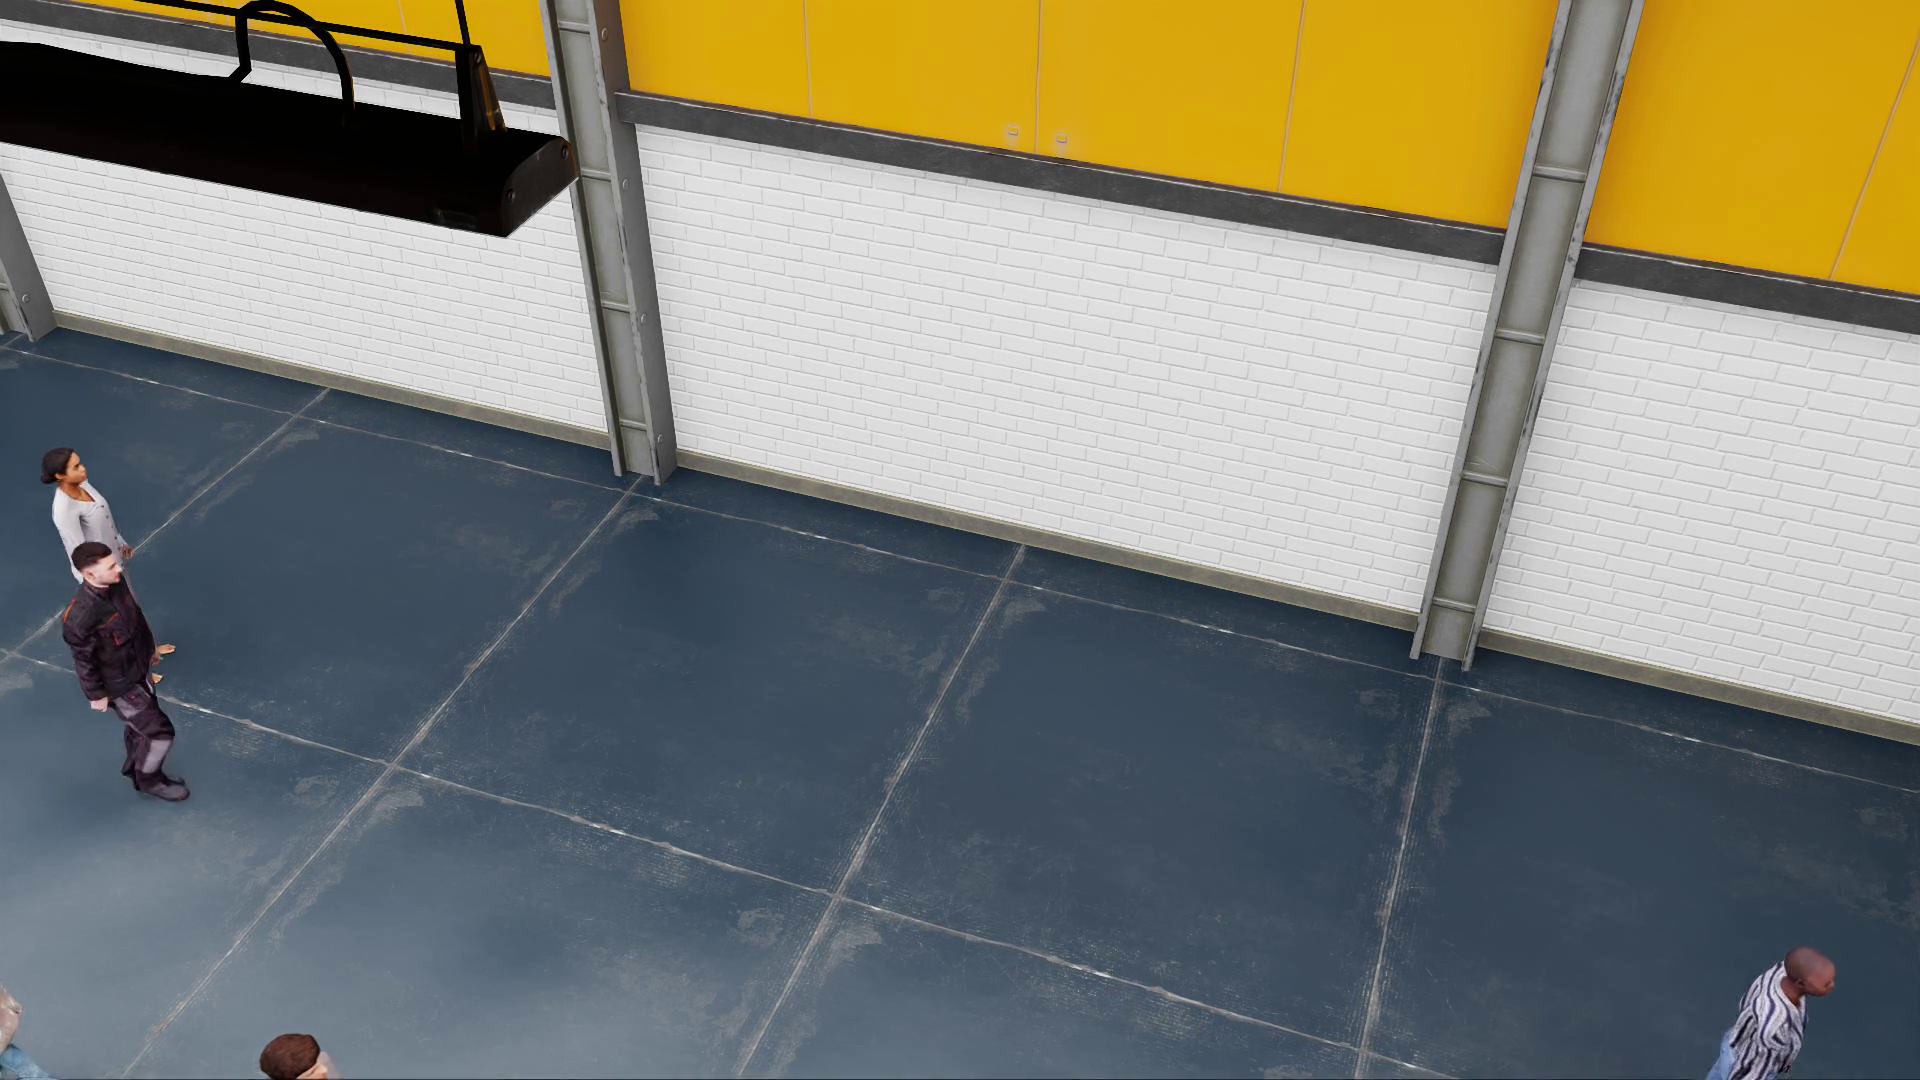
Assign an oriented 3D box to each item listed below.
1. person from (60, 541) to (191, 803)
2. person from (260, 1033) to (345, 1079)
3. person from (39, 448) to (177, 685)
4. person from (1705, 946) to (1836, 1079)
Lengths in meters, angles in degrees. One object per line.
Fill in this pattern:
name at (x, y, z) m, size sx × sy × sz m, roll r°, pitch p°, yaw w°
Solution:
person at (-4.948, 0.767, 9.648) m, size 0.825 × 1.825 × 0.835 m, roll 2°, pitch 39°, yaw 3°
person at (-2.677, 2.725, 7.134) m, size 0.743 × 1.903 × 0.779 m, roll -4°, pitch 39°, yaw -5°
person at (-5.435, 0.149, 10.496) m, size 0.755 × 1.734 × 0.741 m, roll -5°, pitch 39°, yaw -7°
person at (3.503, 2.412, 7.631) m, size 0.853 × 1.773 × 0.672 m, roll 15°, pitch 41°, yaw 18°
